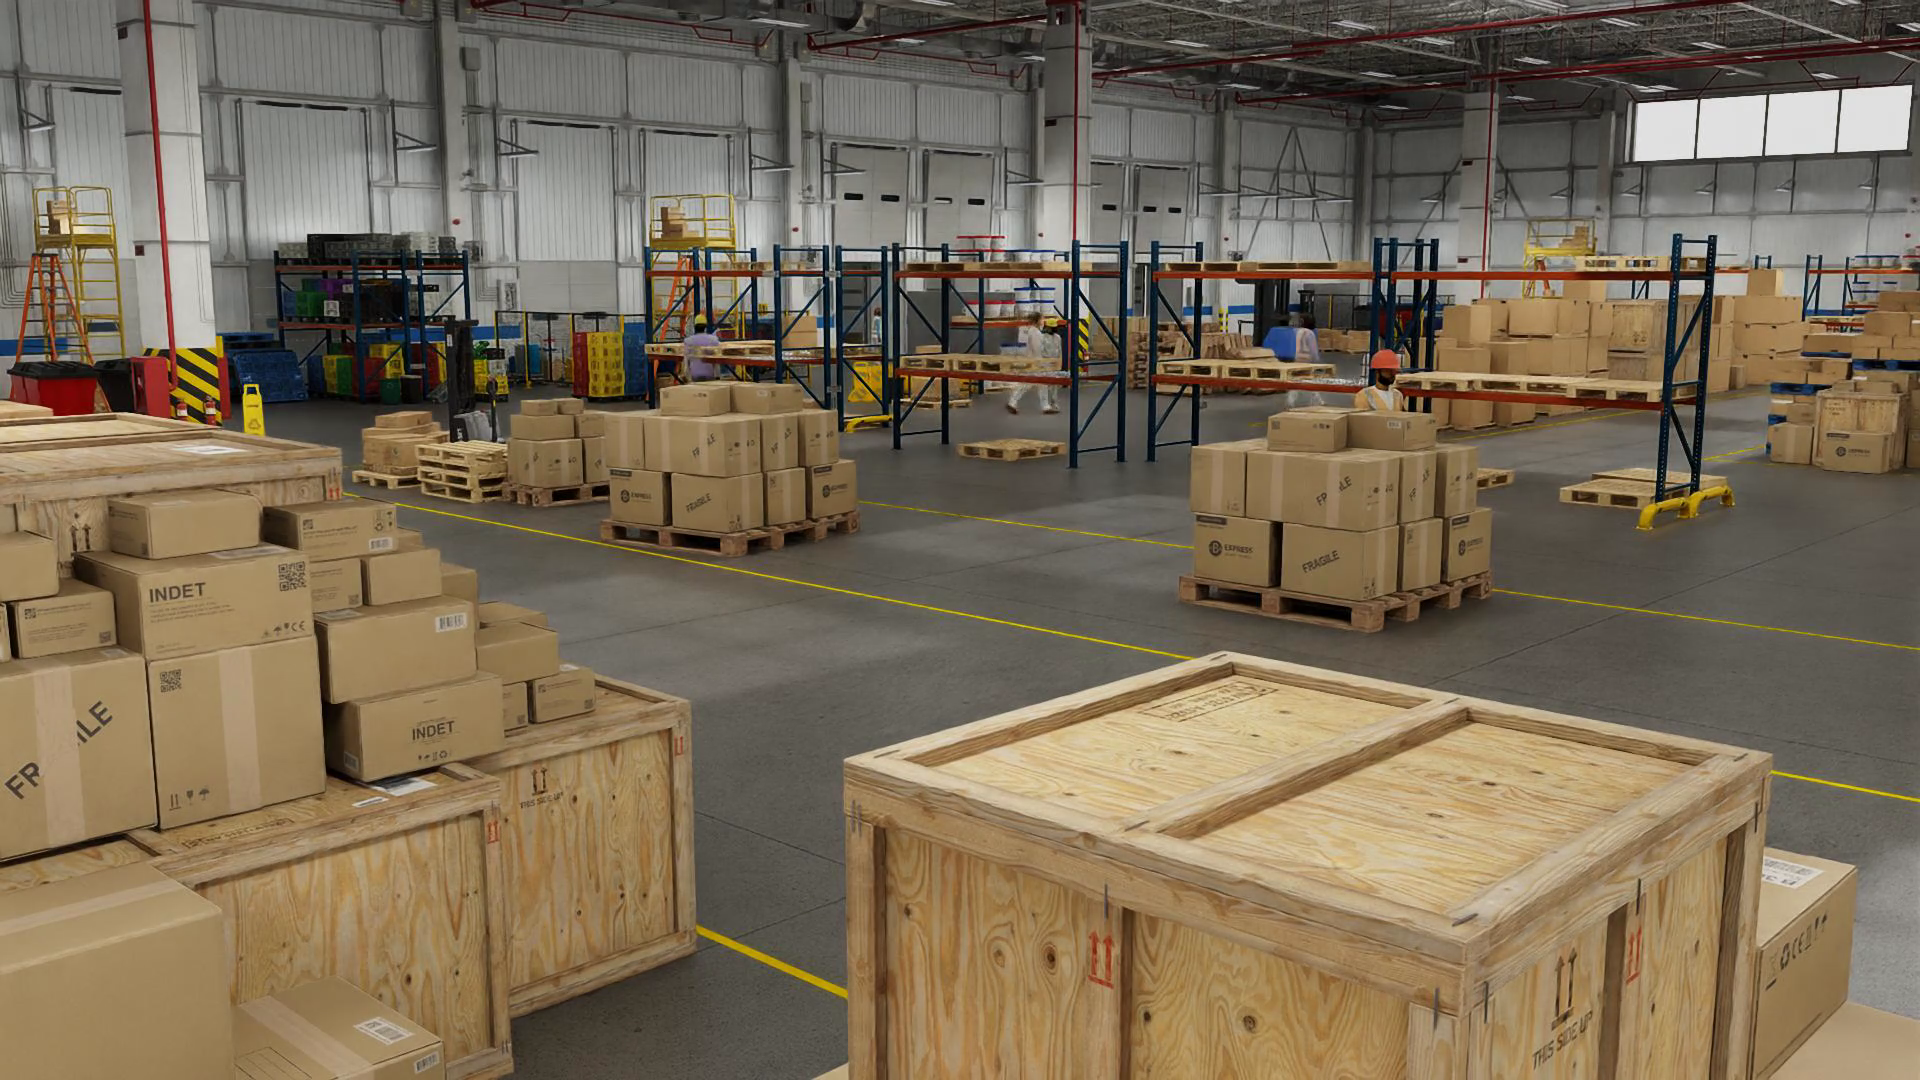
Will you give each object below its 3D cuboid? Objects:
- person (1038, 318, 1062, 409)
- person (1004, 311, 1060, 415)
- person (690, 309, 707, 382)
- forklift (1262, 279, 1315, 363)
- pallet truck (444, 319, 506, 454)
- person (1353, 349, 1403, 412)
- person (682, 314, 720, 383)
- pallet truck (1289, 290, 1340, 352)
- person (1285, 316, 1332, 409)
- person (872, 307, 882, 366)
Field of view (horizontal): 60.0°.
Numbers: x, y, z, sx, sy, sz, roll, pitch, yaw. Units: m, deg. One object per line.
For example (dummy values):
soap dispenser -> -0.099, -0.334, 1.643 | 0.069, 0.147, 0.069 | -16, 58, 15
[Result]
person -> 1.715, -3.329, 31.470 | 0.487, 1.734, 0.335 | -5, 10, -27
person -> 1.283, -3.209, 30.251 | 0.974, 1.905, 0.630 | 1, 9, 4
person -> -4.812, -3.365, 31.101 | 0.460, 1.921, 0.562 | -8, 12, -41
forklift -> 8.555, -6.090, 44.881 | 1.873, 2.768, 1.129 | 9, 13, 43
pallet truck -> -6.981, -1.942, 22.150 | 1.885, 1.965, 0.823 | 1, 9, 9
person -> 3.787, -0.744, 14.979 | 0.545, 1.942, 0.354 | -6, 11, -33
person -> -4.316, -2.802, 27.670 | 0.628, 1.919, 0.412 | -2, 9, -13
pallet truck -> 11.297, -6.951, 52.861 | 1.885, 1.965, 0.823 | -5, 11, -29
person -> 6.484, -3.268, 30.941 | 0.976, 1.794, 0.627 | -1, 9, -4
person -> -2.203, -5.404, 44.508 | 0.321, 1.632, 0.523 | -1, 9, -8
